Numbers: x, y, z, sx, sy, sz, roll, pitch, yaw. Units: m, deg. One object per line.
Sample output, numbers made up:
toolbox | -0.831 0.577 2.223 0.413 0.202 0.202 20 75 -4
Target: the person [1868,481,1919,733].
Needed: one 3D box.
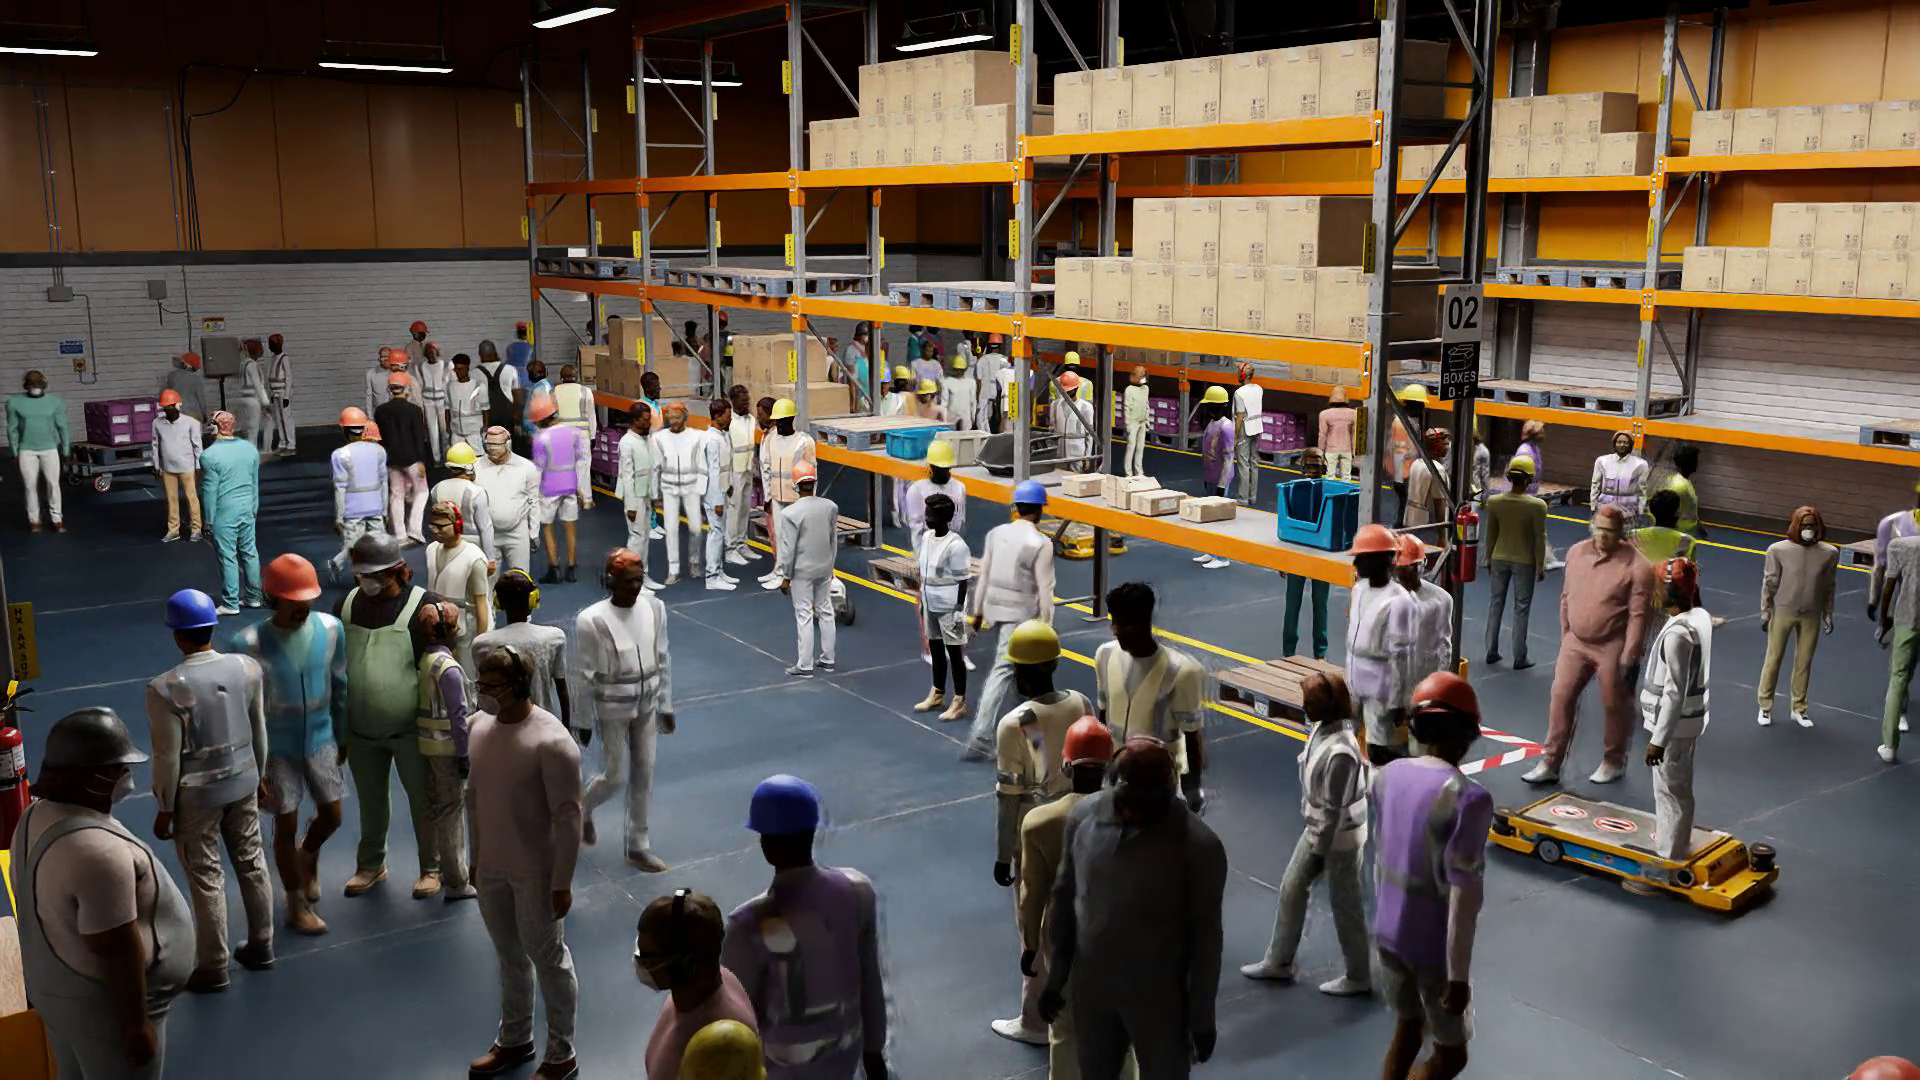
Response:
person | 7.025 0.398 12.232 0.595 1.883 0.959 4 12 19

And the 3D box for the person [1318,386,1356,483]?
person | 4.604 -1.058 20.317 0.501 1.631 0.287 -1 11 -6

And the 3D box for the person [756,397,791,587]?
person | -1.849 -0.485 16.690 0.410 1.907 0.599 -4 12 -18

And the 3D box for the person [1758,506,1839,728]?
person | 6.068 0.555 12.055 0.504 1.632 0.270 2 11 9

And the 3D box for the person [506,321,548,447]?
person | -6.953 -2.507 26.782 0.745 2.000 0.552 3 11 16

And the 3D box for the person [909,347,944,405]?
person | -0.532 -2.161 25.841 0.616 1.682 0.348 4 12 19

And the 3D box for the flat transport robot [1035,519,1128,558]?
flat transport robot | 1.191 -0.037 18.584 0.652 0.197 1.431 -7 13 -31

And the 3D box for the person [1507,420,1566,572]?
person | 5.916 -0.435 17.168 0.836 1.595 0.541 7 13 33

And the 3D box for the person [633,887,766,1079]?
person | -0.687 1.867 4.561 0.351 1.936 0.634 -3 11 -14

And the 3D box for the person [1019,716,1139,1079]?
person | 0.502 1.556 6.624 0.565 1.752 0.338 -2 11 -9

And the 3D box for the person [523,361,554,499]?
person | -5.451 -1.414 21.616 0.429 1.838 0.622 -1 11 -5

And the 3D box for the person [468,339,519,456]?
person | -6.416 -1.770 22.908 0.692 2.000 0.771 -5 12 -22

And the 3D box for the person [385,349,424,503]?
person | -7.192 -1.477 21.543 0.612 1.990 0.392 8 14 36

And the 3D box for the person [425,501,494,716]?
person | -3.332 0.638 11.124 0.568 1.836 0.381 9 14 39

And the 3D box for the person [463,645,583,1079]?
person | -1.860 1.383 7.033 0.635 1.938 0.359 8 13 34

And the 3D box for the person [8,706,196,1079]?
person | -2.973 1.564 5.850 0.681 2.000 0.536 10 15 41

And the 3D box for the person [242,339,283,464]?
person | -10.403 -2.056 24.816 0.648 1.863 0.589 -4 12 -19

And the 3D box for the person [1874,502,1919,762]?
person | 6.494 0.596 11.244 0.538 1.869 0.312 7 13 31

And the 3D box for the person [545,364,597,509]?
person | -4.901 -1.296 21.014 0.622 1.838 0.429 -1 11 -7

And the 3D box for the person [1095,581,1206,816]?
person | 0.913 1.149 8.306 0.671 1.922 0.665 8 14 36

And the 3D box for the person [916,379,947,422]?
person | -0.375 -1.057 19.993 0.518 1.756 0.344 9 14 40

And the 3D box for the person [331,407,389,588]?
person | -5.595 -0.269 15.530 0.388 1.934 0.587 9 14 39

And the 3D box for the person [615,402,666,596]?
person | -3.157 -0.404 16.278 0.408 1.907 0.599 2 11 8

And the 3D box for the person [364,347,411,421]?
person | -7.864 -1.709 22.944 0.643 1.909 0.410 -4 12 -18

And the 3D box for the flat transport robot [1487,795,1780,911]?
flat transport robot | 3.823 1.736 9.510 0.652 0.197 1.431 -10 15 -43

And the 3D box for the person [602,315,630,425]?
person | -6.128 -3.016 29.502 0.605 1.957 0.372 9 14 38

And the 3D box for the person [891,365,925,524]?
person | -0.712 -1.148 20.061 0.598 1.909 0.439 -4 12 -19

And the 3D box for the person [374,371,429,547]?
person | -6.272 -0.905 18.694 0.634 1.964 0.523 2 11 10

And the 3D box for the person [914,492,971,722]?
person | -0.130 0.485 12.243 0.319 1.698 0.538 -8 13 -35

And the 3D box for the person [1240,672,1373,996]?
person | 1.645 1.393 7.802 0.738 1.605 0.531 0 11 0

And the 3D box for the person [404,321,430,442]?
person | -8.860 -2.593 27.269 0.412 1.985 0.616 2 11 8

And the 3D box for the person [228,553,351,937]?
person | -3.425 1.044 8.556 0.562 2.022 0.625 11 15 44

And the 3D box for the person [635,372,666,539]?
person | -3.583 -0.983 19.192 0.391 1.920 0.587 2 11 8

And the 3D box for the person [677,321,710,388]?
person | -4.615 -2.794 28.517 0.633 1.901 0.988 1 11 3

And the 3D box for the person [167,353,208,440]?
person | -11.379 -1.896 24.434 0.665 1.701 0.326 2 11 9

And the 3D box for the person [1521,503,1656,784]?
person | 4.041 0.698 10.694 0.886 1.869 0.653 -8 14 -36

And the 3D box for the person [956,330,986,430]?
person | 0.163 -2.725 27.987 0.618 1.963 0.361 -9 14 -40

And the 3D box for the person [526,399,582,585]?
person | -4.045 -0.480 16.747 0.371 1.899 0.589 11 15 44

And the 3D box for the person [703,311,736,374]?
person | -4.178 -2.991 29.150 0.609 2.044 0.395 0 11 -1

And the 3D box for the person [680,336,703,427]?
person | -4.182 -2.241 25.843 0.347 1.840 0.502 7 13 32

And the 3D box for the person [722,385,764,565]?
person | -2.328 -0.697 17.774 0.471 1.911 0.599 5 12 25

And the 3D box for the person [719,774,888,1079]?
person | -0.556 1.708 5.517 1.049 1.884 0.629 8 14 37

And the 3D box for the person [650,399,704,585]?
person | -2.823 -0.485 16.755 0.628 1.873 0.383 -1 11 -6

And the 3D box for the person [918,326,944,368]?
person | -0.503 -3.132 30.393 0.430 1.845 0.624 7 13 32

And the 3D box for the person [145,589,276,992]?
person | -3.602 1.192 7.990 0.404 1.945 0.616 6 13 29

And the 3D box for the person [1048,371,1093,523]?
person | 1.259 -0.989 19.203 0.543 1.928 0.371 5 12 25

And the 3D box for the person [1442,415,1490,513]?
person | 5.223 -0.482 17.152 0.478 1.712 0.815 8 13 35

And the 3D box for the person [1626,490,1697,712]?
person | 5.182 0.466 12.389 0.531 1.688 0.321 5 12 23
